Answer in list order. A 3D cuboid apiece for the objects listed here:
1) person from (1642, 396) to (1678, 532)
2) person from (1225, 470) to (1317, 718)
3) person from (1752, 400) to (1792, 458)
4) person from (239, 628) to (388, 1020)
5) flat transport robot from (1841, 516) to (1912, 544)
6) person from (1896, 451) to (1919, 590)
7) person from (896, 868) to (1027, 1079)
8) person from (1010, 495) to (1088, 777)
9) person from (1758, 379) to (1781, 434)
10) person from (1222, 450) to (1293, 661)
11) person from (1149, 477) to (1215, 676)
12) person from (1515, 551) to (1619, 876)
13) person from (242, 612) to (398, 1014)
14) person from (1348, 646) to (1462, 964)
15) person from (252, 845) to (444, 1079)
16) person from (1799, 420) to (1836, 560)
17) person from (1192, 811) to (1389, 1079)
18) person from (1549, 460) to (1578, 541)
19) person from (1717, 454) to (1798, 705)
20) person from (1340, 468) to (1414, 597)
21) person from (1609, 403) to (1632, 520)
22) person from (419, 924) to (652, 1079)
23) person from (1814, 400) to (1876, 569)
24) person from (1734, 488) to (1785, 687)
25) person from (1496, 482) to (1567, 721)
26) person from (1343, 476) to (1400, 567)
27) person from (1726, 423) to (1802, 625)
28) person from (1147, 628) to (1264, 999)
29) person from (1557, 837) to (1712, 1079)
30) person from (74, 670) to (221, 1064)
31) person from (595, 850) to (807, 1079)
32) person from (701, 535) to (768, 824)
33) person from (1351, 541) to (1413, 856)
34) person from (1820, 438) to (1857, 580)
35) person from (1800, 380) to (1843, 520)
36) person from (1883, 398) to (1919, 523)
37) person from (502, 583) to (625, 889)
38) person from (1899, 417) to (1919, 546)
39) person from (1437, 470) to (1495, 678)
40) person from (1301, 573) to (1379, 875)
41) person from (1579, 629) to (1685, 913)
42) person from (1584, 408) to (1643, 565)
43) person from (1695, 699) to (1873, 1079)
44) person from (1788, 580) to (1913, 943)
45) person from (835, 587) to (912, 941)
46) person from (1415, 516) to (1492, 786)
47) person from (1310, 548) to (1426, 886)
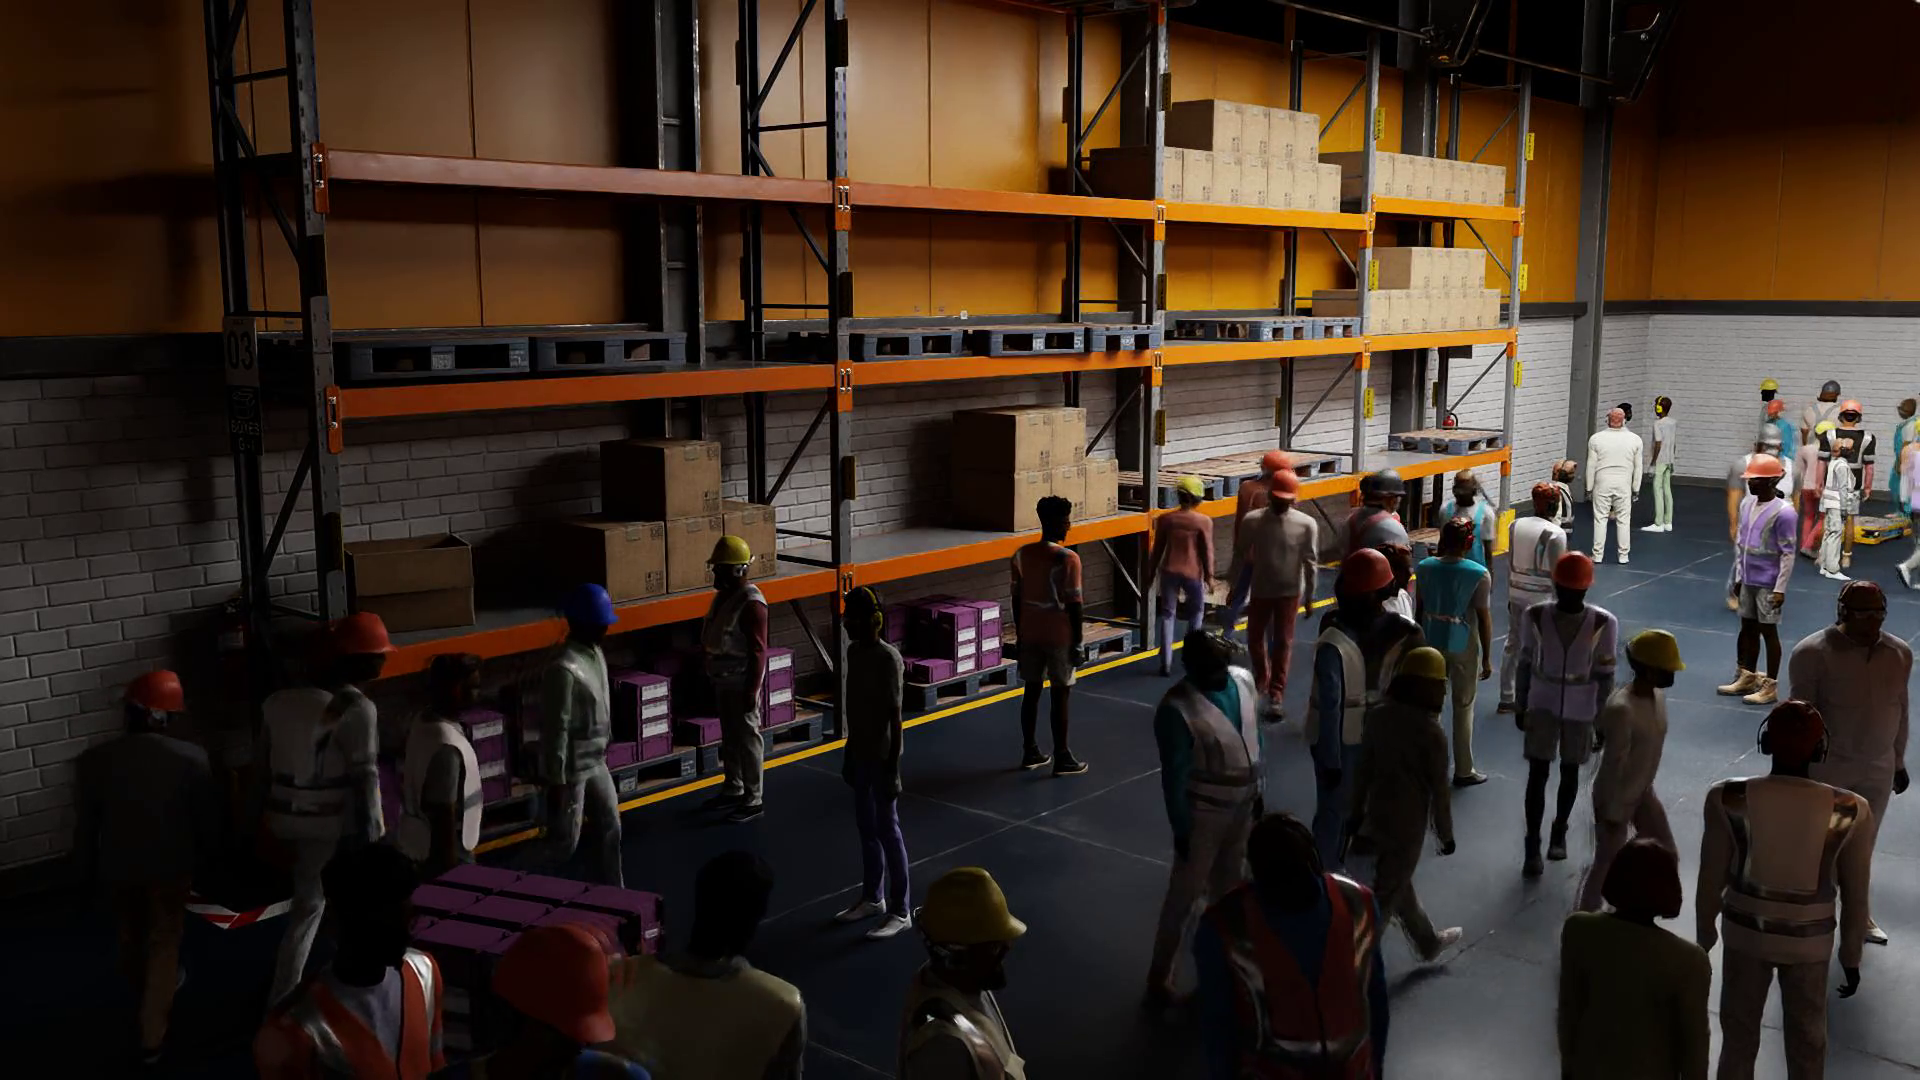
[{"bbox_3d":[9.631,-1.039,22.842,0.535,1.864,0.309,-6,11,-36],"label":"person"},{"bbox_3d":[2.472,0.408,13.199,0.690,1.969,0.648,4,10,22],"label":"person"},{"bbox_3d":[11.908,-1.214,24.492,0.935,1.693,0.566,0,9,-1],"label":"person"},{"bbox_3d":[-2.990,1.318,7.792,0.622,1.819,1.000,4,10,25],"label":"person"},{"bbox_3d":[12.104,-0.142,22.177,1.431,0.197,0.652,-8,12,-43],"label":"flat transport robot"},{"bbox_3d":[10.650,-0.359,18.360,0.587,1.904,0.606,-2,9,-12],"label":"person"},{"bbox_3d":[0.017,1.799,4.647,0.404,1.833,0.590,0,9,0],"label":"person"},{"bbox_3d":[0.622,0.662,11.562,0.601,1.961,0.372,8,12,42],"label":"person"},{"bbox_3d":[12.577,-1.549,25.927,0.369,1.925,0.594,3,9,21],"label":"person"},{"bbox_3d":[2.727,0.128,15.084,0.450,1.935,0.656,-7,11,-39],"label":"person"},{"bbox_3d":[1.963,0.302,14.624,0.653,1.721,0.804,5,10,28],"label":"person"},{"bbox_3d":[3.479,0.997,9.607,0.550,1.890,0.868,4,10,22],"label":"person"},{"bbox_3d":[-2.962,1.287,7.766,0.865,1.903,0.555,-6,11,-34],"label":"person"},{"bbox_3d":[2.189,1.343,8.014,0.850,1.694,0.503,-4,10,-26],"label":"person"},{"bbox_3d":[-1.597,1.761,4.502,0.381,1.957,0.608,4,10,25],"label":"person"},{"bbox_3d":[10.532,-0.613,20.486,0.388,1.740,0.618,-3,9,-19],"label":"person"},{"bbox_3d":[1.054,1.722,5.210,0.650,1.818,0.446,-1,9,-8],"label":"person"},{"bbox_3d":[6.067,0.001,16.868,0.311,1.636,0.523,4,10,25],"label":"person"},{"bbox_3d":[6.485,0.319,13.510,0.397,2.043,0.610,-1,9,-9],"label":"person"},{"bbox_3d":[3.176,0.433,12.786,0.667,2.000,0.691,-4,10,-25],"label":"person"},{"bbox_3d":[9.532,-1.133,23.989,0.315,1.696,0.540,4,10,23],"label":"person"},{"bbox_3d":[-0.986,1.850,3.854,0.683,1.985,0.747,-1,9,-9],"label":"person"},{"bbox_3d":[10.579,-0.664,19.922,0.615,2.028,0.409,3,9,18],"label":"person"},{"bbox_3d":[6.813,0.390,14.157,0.319,1.698,0.538,3,9,19],"label":"person"},{"bbox_3d":[4.500,0.480,13.033,0.369,1.877,0.580,-4,10,-24],"label":"person"},{"bbox_3d":[3.712,0.254,15.069,0.536,1.693,0.319,5,10,30],"label":"person"},{"bbox_3d":[8.146,-0.199,16.863,0.699,2.000,0.731,2,9,12],"label":"person"},{"bbox_3d":[1.206,1.297,7.991,0.703,1.807,0.443,-8,12,-41],"label":"person"},{"bbox_3d":[2.196,1.774,5.466,0.283,1.631,0.502,-8,12,-42],"label":"person"},{"bbox_3d":[-3.622,1.423,7.493,0.574,1.703,0.825,-1,9,-5],"label":"person"},{"bbox_3d":[-0.739,1.789,4.557,0.645,1.876,0.513,1,9,6],"label":"person"},{"bbox_3d":[-1.440,0.877,10.588,0.403,1.834,0.589,-5,10,-31],"label":"person"},{"bbox_3d":[2.560,0.942,10.006,0.347,1.882,0.584,7,11,38],"label":"person"},{"bbox_3d":[10.143,-0.364,19.215,0.307,1.641,0.513,2,9,14],"label":"person"},{"bbox_3d":[12.387,-1.266,23.739,0.538,2.000,0.684,-7,11,-38],"label":"person"},{"bbox_3d":[13.355,-1.110,23.520,0.363,1.794,0.600,3,9,17],"label":"person"},{"bbox_3d":[-2.081,1.147,8.631,0.836,1.909,0.651,1,9,7],"label":"person"},{"bbox_3d":[11.362,-0.530,19.548,0.594,1.877,0.944,6,11,33],"label":"person"},{"bbox_3d":[4.323,0.308,14.275,0.535,1.819,0.587,6,11,34],"label":"person"},{"bbox_3d":[2.029,1.096,8.904,0.370,1.916,0.597,4,10,26],"label":"person"},{"bbox_3d":[3.340,1.276,8.295,0.536,1.740,0.458,-8,12,-41],"label":"person"},{"bbox_3d":[7.929,-0.652,20.217,0.651,1.906,0.403,2,9,12],"label":"person"},{"bbox_3d":[3.078,1.522,6.264,0.587,1.882,0.342,4,9,22],"label":"person"},{"bbox_3d":[4.611,1.146,8.614,0.652,1.906,0.409,-1,9,-3],"label":"person"},{"bbox_3d":[-0.460,1.155,8.732,0.327,1.861,0.507,-6,11,-34],"label":"person"},{"bbox_3d":[3.350,0.754,11.335,0.389,1.846,0.567,-8,12,-43],"label":"person"},{"bbox_3d":[2.148,1.043,8.880,0.605,2.034,0.391,6,11,36],"label":"person"}]
